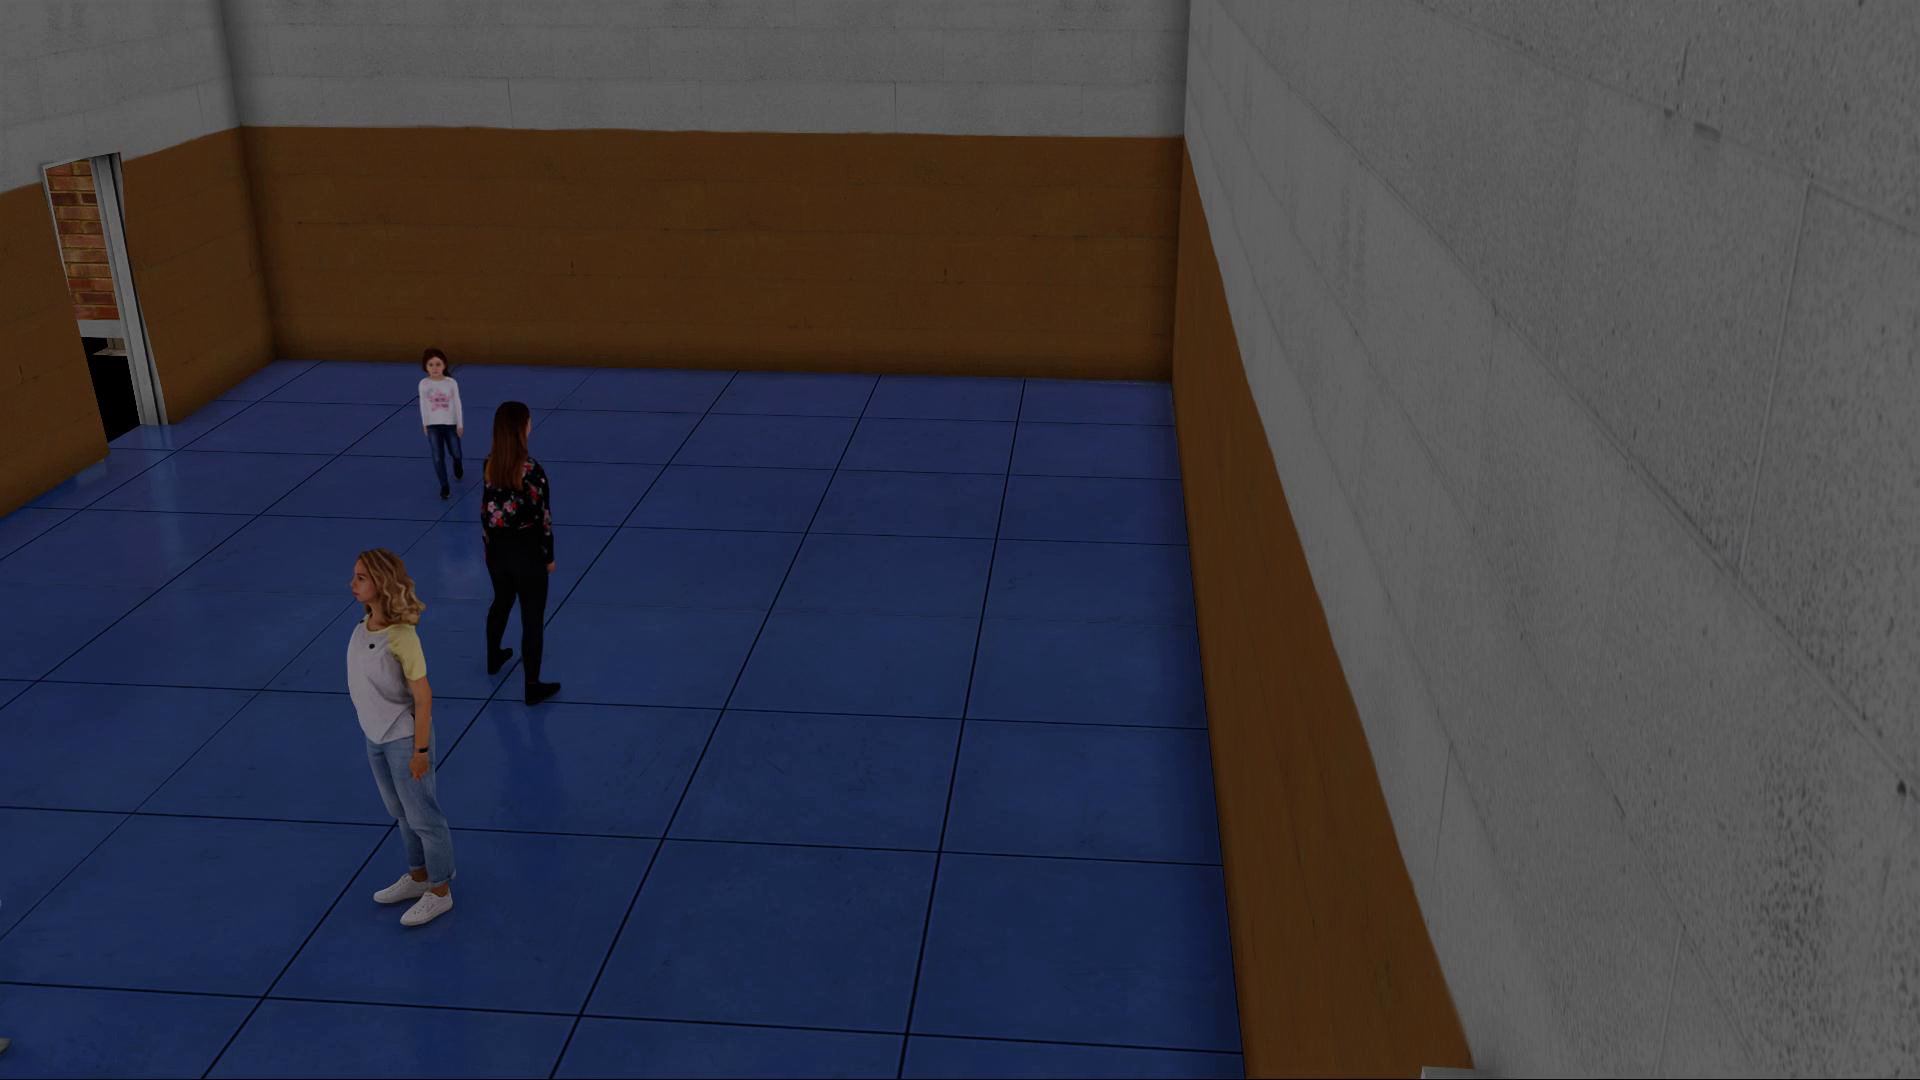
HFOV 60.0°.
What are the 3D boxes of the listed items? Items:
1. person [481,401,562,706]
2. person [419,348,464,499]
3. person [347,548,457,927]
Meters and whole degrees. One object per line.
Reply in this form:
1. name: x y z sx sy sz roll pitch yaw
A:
1. person: -2.449 0.069 9.137 0.729 1.665 0.881 12 25 27
2. person: -3.818 -0.889 12.277 0.698 1.100 0.617 -4 22 -10
3. person: -2.392 0.835 7.130 0.768 1.723 0.691 -20 29 -41
